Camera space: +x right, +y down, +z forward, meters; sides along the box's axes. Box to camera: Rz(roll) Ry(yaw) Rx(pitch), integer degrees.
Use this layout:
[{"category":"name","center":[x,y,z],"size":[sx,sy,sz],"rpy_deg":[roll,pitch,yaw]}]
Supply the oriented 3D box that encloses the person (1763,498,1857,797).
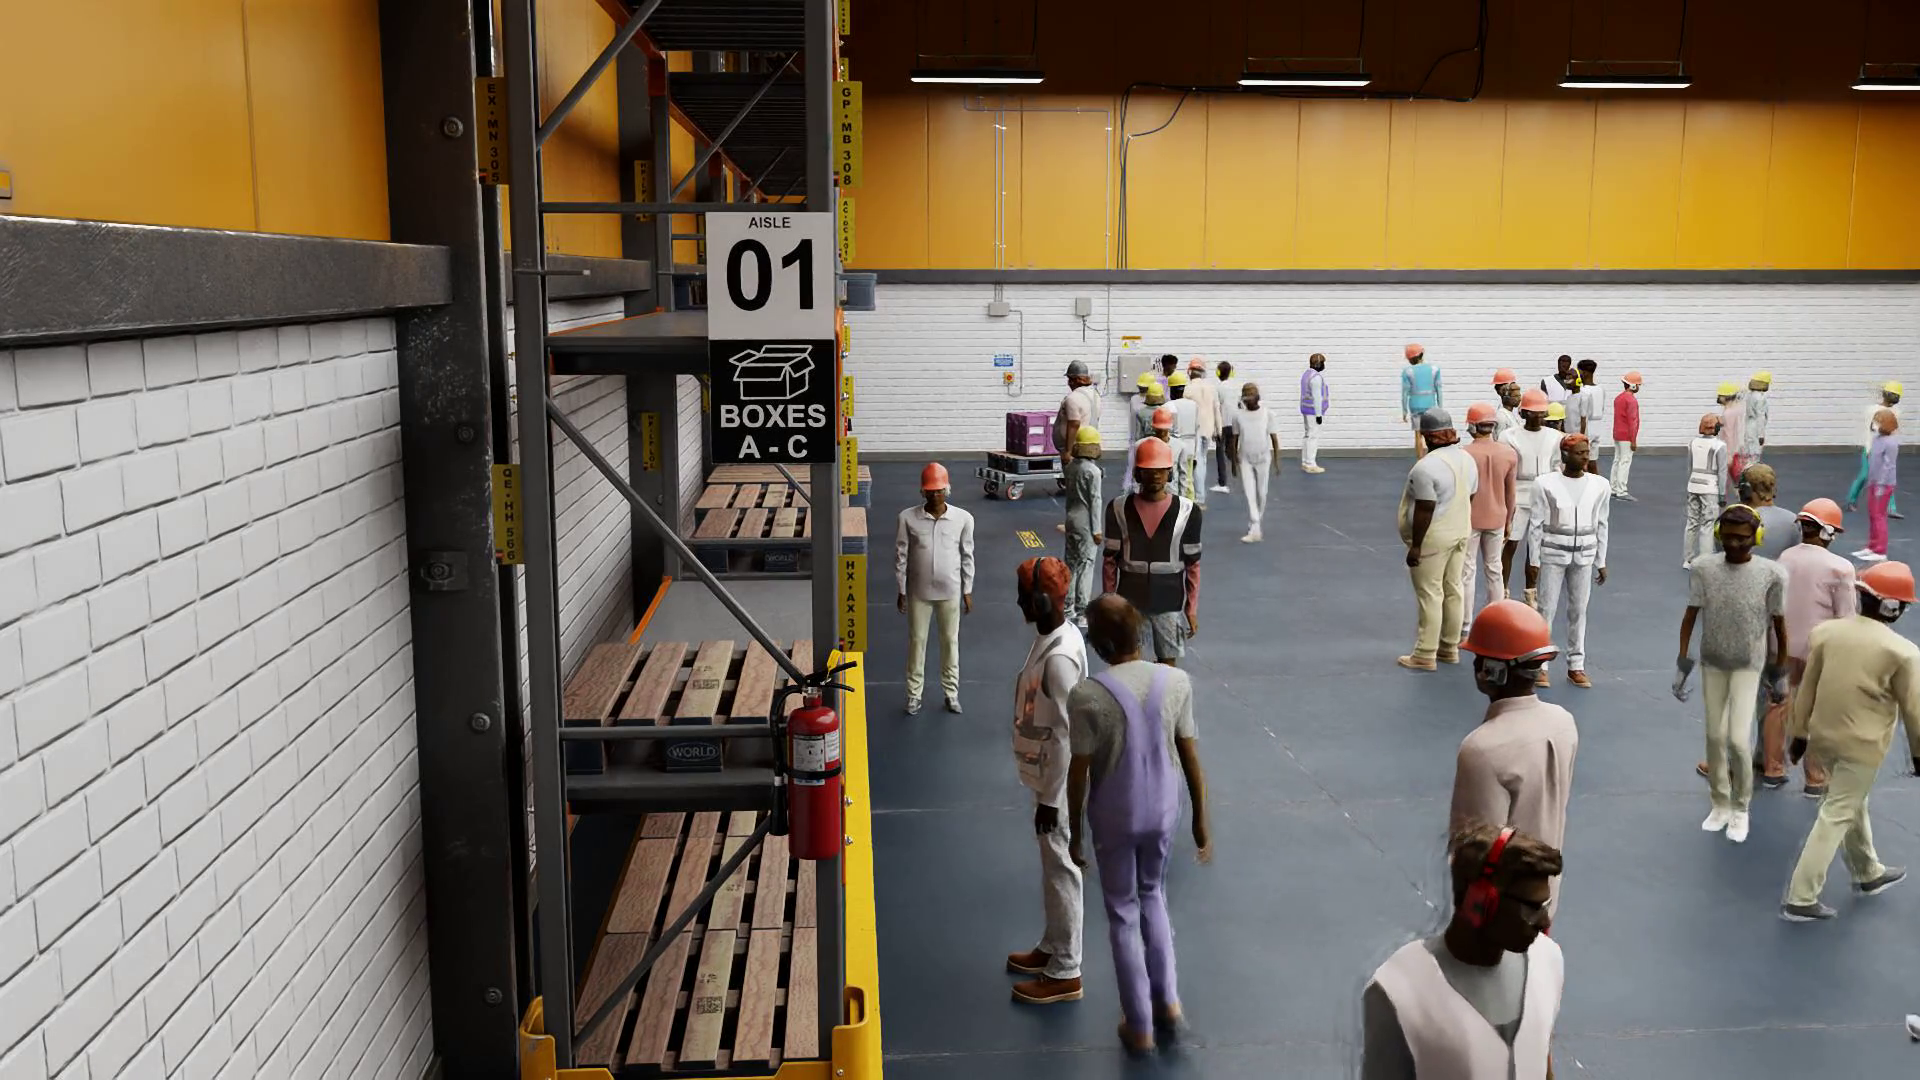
[{"category":"person","center":[4.969,0.622,9.746],"size":[0.349,1.741,0.564],"rpy_deg":[-6,11,-31]}]

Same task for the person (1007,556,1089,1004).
[{"category":"person","center":[0.379,0.993,6.971],"size":[0.355,1.886,0.572],"rpy_deg":[0,9,1]}]

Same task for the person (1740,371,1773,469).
[{"category":"person","center":[10.896,-1.444,22.740],"size":[0.306,1.736,0.484],"rpy_deg":[1,9,4]}]

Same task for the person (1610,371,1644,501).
[{"category":"person","center":[9.024,-1.406,22.477],"size":[0.351,1.743,0.571],"rpy_deg":[0,9,0]}]

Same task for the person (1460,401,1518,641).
[{"category":"person","center":[4.306,-0.150,13.800],"size":[0.608,1.996,0.375],"rpy_deg":[-2,9,-10]}]

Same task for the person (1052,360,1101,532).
[{"category":"person","center":[1.356,-1.118,19.736],"size":[0.539,2.000,0.688],"rpy_deg":[5,10,29]}]

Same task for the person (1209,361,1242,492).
[{"category":"person","center":[3.746,-1.564,23.150],"size":[0.547,1.843,0.602],"rpy_deg":[-5,11,-31]}]

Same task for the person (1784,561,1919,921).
[{"category":"person","center":[4.277,0.943,7.829],"size":[0.891,1.706,0.571],"rpy_deg":[-2,9,-15]}]

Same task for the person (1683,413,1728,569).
[{"category":"person","center":[7.612,-0.475,16.986],"size":[0.312,1.634,0.514],"rpy_deg":[-3,10,-18]}]

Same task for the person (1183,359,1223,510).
[{"category":"person","center":[3.097,-1.381,21.718],"size":[0.680,1.949,0.683],"rpy_deg":[-5,10,-30]}]

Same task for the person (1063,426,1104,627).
[{"category":"person","center":[1.086,-0.119,14.435],"size":[0.343,1.736,0.484],"rpy_deg":[-5,10,-28]}]

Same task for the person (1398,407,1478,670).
[{"category":"person","center":[3.647,-0.025,12.875],"size":[0.674,2.000,0.537],"rpy_deg":[-7,12,-39]}]

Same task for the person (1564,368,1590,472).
[{"category":"person","center":[7.814,-1.256,21.191],"size":[0.331,1.862,0.495],"rpy_deg":[-1,9,-8]}]

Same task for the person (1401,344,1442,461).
[{"category":"person","center":[7.121,-2.048,25.796],"size":[0.688,1.981,0.684],"rpy_deg":[0,9,-2]}]

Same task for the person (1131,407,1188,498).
[{"category":"person","center":[1.963,-0.437,16.372],"size":[0.560,1.748,0.330],"rpy_deg":[1,9,3]}]

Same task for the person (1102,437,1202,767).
[{"category":"person","center":[1.175,0.387,10.268],"size":[0.612,2.048,0.363],"rpy_deg":[2,9,11]}]

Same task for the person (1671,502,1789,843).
[{"category":"person","center":[4.134,0.705,8.934],"size":[0.509,1.841,0.573],"rpy_deg":[8,12,41]}]

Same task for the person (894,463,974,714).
[{"category":"person","center":[-0.178,0.334,11.513],"size":[0.561,1.752,0.324],"rpy_deg":[-1,9,-4]}]

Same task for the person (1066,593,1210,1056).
[{"category":"person","center":[0.667,1.103,6.508],"size":[0.579,1.813,0.461],"rpy_deg":[-3,9,-17]}]

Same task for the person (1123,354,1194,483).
[{"category":"person","center":[2.850,-1.717,23.926],"size":[1.007,1.921,0.613],"rpy_deg":[1,9,5]}]

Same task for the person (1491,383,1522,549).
[{"category":"person","center":[6.072,-0.823,18.495],"size":[0.345,1.846,0.507],"rpy_deg":[4,10,25]}]

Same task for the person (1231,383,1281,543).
[{"category":"person","center":[3.385,-0.883,18.997],"size":[0.593,1.808,0.658],"rpy_deg":[3,9,15]}]

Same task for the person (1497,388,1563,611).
[{"category":"person","center":[5.074,-0.336,14.816],"size":[0.611,2.042,0.395],"rpy_deg":[-1,9,-6]}]

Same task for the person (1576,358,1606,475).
[{"category":"person","center":[8.091,-1.363,21.513],"size":[0.614,1.962,0.366],"rpy_deg":[-8,12,-42]}]

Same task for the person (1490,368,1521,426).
[{"category":"person","center":[6.463,-1.074,19.797],"size":[0.371,1.930,0.552],"rpy_deg":[1,9,8]}]

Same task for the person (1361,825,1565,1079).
[{"category":"person","center":[1.133,1.519,3.919],"size":[0.585,1.811,0.760],"rpy_deg":[-5,10,-29]}]

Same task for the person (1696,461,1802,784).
[{"category":"person","center":[4.725,0.496,9.941],"size":[0.634,1.934,0.367],"rpy_deg":[-3,10,-20]}]

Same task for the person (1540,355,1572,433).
[{"category":"person","center":[8.505,-1.674,23.626],"size":[0.587,1.914,0.391],"rpy_deg":[-1,9,-7]}]

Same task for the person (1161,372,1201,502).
[{"category":"person","center":[2.530,-0.997,19.372],"size":[0.589,1.918,0.402],"rpy_deg":[-6,11,-33]}]

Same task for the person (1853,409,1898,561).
[{"category":"person","center":[9.794,-0.590,17.708],"size":[0.286,1.631,0.504],"rpy_deg":[2,9,10]}]

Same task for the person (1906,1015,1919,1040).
[{"category":"person","center":[3.935,1.164,5.994],"size":[0.596,1.857,1.026],"rpy_deg":[-4,10,-24]}]

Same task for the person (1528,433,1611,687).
[{"category":"person","center":[4.477,0.152,12.254],"size":[0.575,1.884,0.355],"rpy_deg":[0,9,3]}]

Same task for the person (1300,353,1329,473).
[{"category":"person","center":[5.469,-1.957,25.663],"size":[0.429,1.835,0.628],"rpy_deg":[0,9,-1]}]

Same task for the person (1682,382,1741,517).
[{"category":"person","center":[9.568,-1.102,20.639],"size":[0.921,1.722,0.535],"rpy_deg":[5,11,31]}]

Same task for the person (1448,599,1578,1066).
[{"category":"person","center":[1.768,1.179,5.451],"size":[0.622,1.993,0.382],"rpy_deg":[-9,13,-44]}]

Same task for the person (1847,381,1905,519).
[{"category":"person","center":[11.612,-1.161,21.004],"size":[0.547,1.706,0.882],"rpy_deg":[-2,9,-10]}]

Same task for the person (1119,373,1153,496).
[{"category":"person","center":[2.557,-1.448,22.839],"size":[0.536,1.716,0.871],"rpy_deg":[6,11,35]}]

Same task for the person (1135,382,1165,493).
[{"category":"person","center":[2.368,-1.044,20.204],"size":[0.493,1.743,0.297],"rpy_deg":[5,11,31]}]
